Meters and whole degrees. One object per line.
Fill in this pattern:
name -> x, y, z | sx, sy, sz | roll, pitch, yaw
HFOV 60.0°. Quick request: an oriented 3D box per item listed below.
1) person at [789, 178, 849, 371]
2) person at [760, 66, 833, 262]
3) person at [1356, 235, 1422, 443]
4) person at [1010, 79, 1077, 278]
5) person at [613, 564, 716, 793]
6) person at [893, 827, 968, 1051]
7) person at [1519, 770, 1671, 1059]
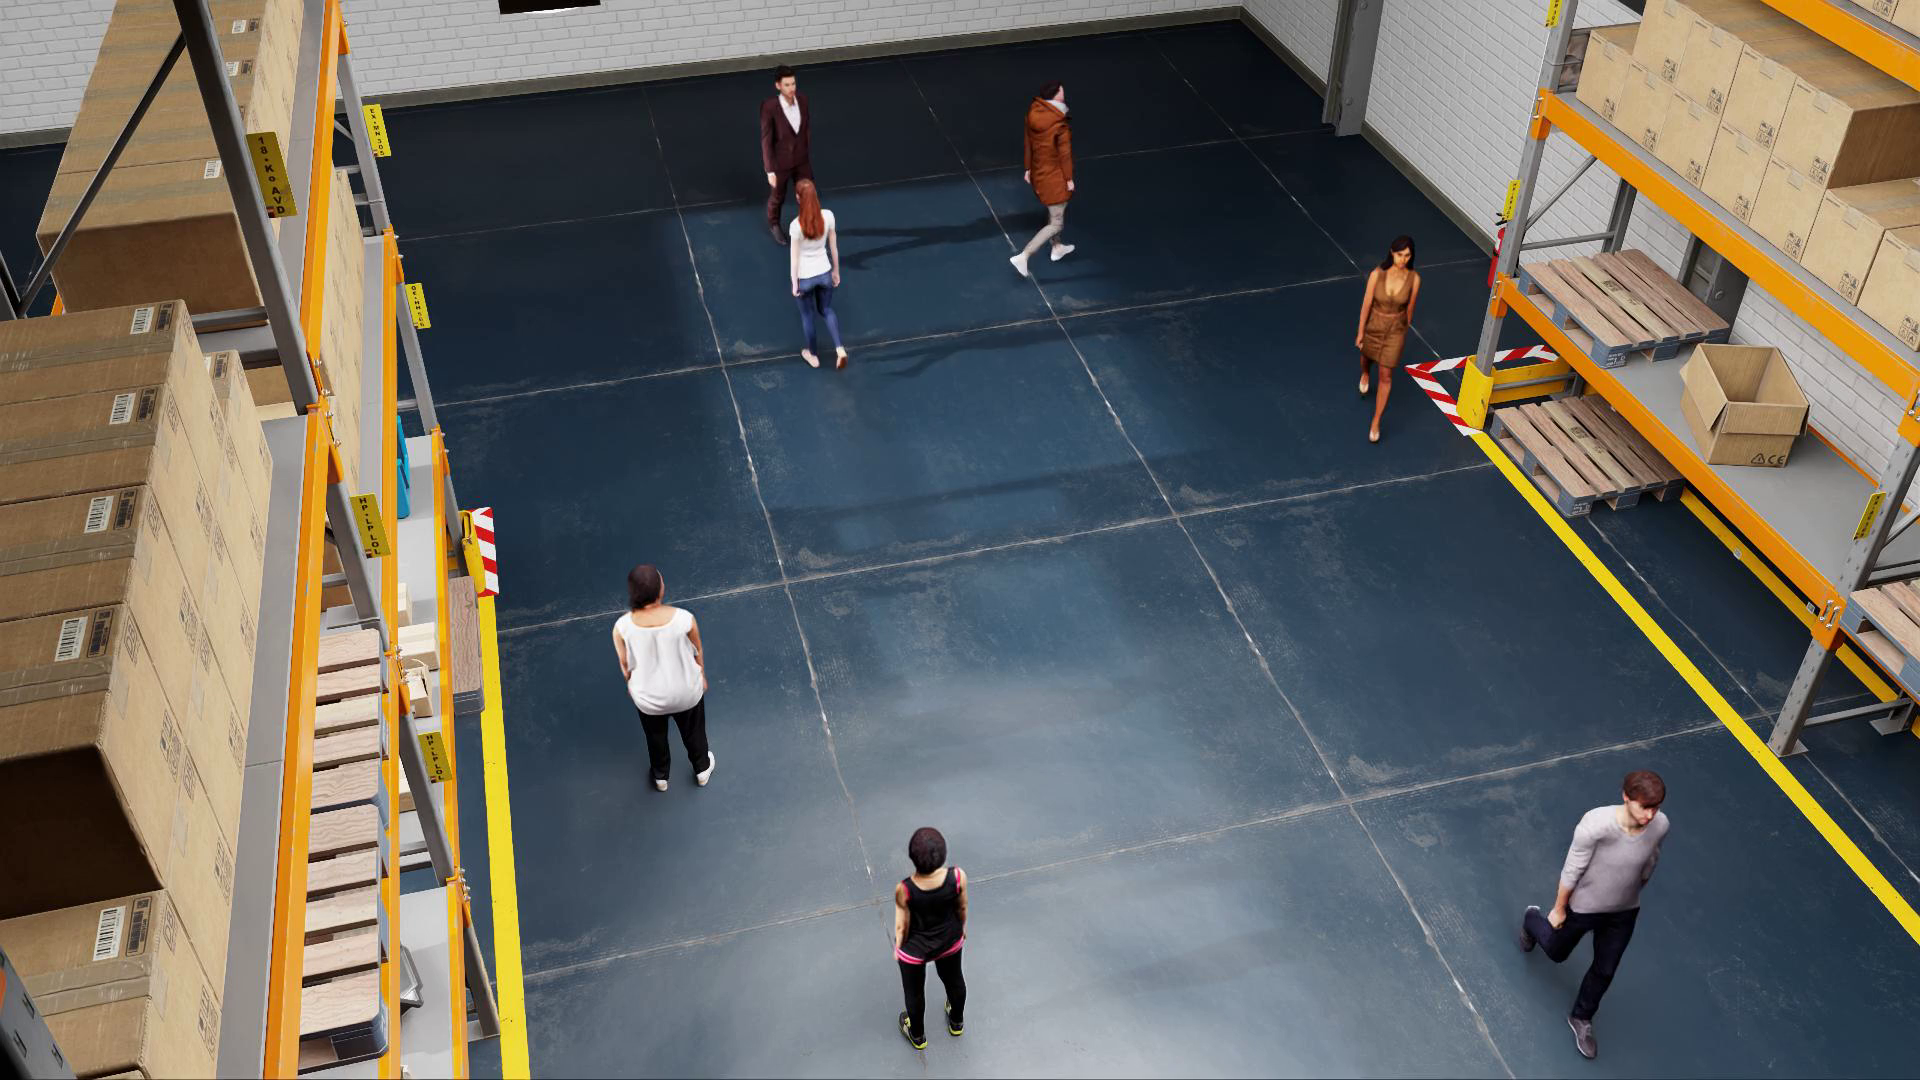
person -> -1.161, -2.116, 13.648 | 0.723, 1.726, 0.932 | -22, 43, -25
person -> -1.622, -3.498, 15.311 | 0.943, 1.812, 1.292 | -21, 43, -24
person -> 3.336, -1.677, 13.159 | 0.921, 1.651, 1.155 | 9, 40, 11
person -> 0.768, -3.222, 14.964 | 0.988, 1.812, 1.132 | -23, 44, -26
person -> -1.772, 0.832, 9.987 | 0.687, 1.689, 0.653 | -4, 39, -5
person -> -0.157, 2.046, 8.577 | 0.558, 1.552, 0.518 | -13, 40, -15
person -> 3.282, 1.815, 8.651 | 0.820, 1.821, 1.116 | -3, 39, -3
